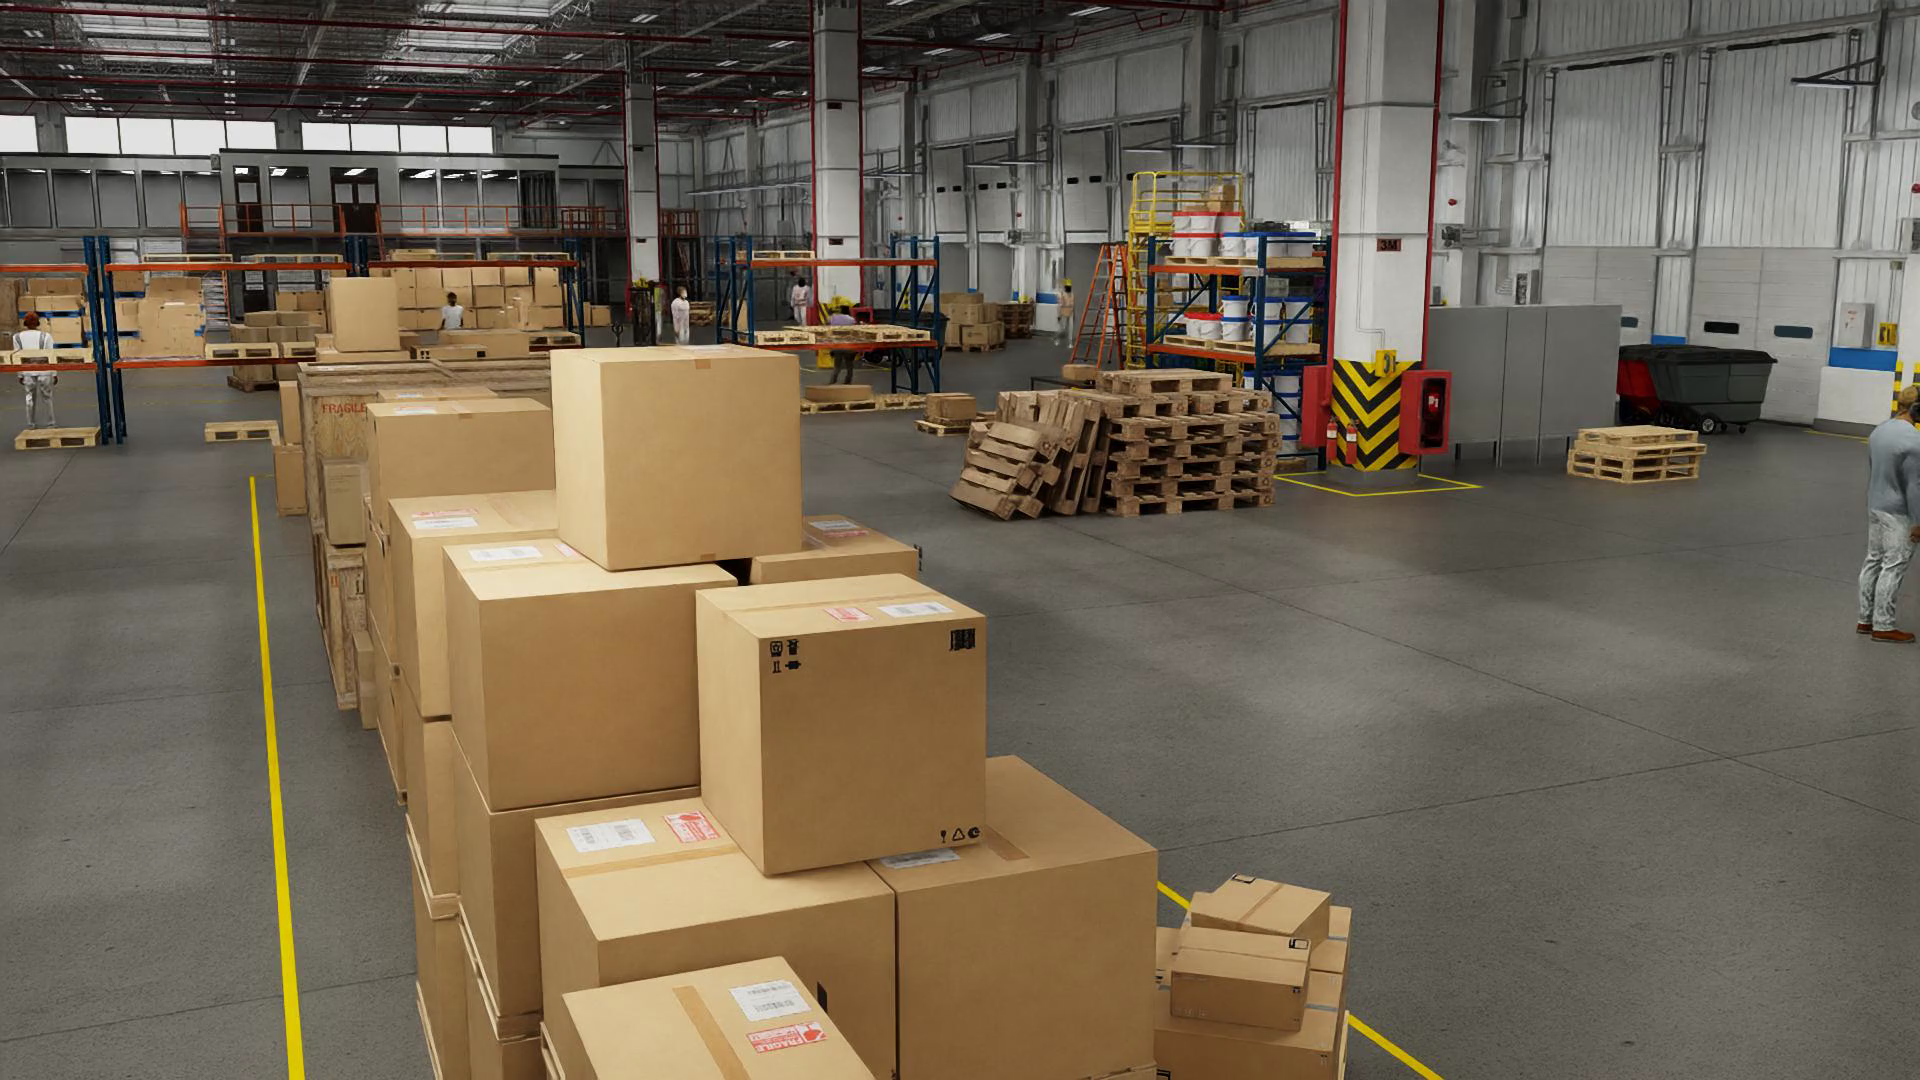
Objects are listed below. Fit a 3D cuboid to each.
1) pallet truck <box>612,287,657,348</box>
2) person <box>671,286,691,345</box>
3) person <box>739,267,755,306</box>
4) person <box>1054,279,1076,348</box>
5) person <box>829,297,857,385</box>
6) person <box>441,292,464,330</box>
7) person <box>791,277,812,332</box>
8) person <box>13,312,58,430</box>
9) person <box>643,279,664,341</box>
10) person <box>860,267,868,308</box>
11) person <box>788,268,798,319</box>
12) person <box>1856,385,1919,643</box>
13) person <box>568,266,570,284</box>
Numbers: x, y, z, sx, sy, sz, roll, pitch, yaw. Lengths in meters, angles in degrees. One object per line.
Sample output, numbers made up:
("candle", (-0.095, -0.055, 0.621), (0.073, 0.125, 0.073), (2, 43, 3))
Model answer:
("pallet truck", (-6.464, -4.406, 35.401), (0.823, 1.965, 1.885), (6, 12, 32))
("person", (-6.221, -4.708, 37.230), (0.362, 1.939, 0.635), (3, 11, 17))
("person", (-9.392, -11.235, 73.266), (0.615, 1.905, 0.852), (4, 11, 23))
("person", (2.890, -6.209, 45.606), (0.589, 1.909, 0.664), (-7, 12, -33))
("person", (-2.223, -3.630, 31.375), (0.597, 1.907, 0.639), (5, 11, 24))
("person", (-11.325, -4.630, 37.114), (0.520, 1.830, 0.880), (-5, 12, -27))
("person", (-4.875, -7.207, 51.319), (0.643, 1.823, 0.634), (4, 11, 20))
("person", (-14.119, -2.543, 25.451), (0.582, 1.884, 0.351), (-2, 10, -10))
("person", (-8.963, -6.726, 48.717), (0.620, 1.818, 0.848), (-3, 11, -17))
("person", (-3.794, -9.386, 62.960), (0.908, 1.970, 0.635), (10, 14, 44))
("person", (-6.136, -9.142, 61.723), (0.549, 1.917, 0.562), (2, 11, 13))
("person", (6.966, -0.192, 12.379), (0.384, 1.930, 0.634), (0, 10, 0))
("person", (-16.815, -10.968, 71.879), (0.355, 1.885, 0.576), (-8, 13, -36))
